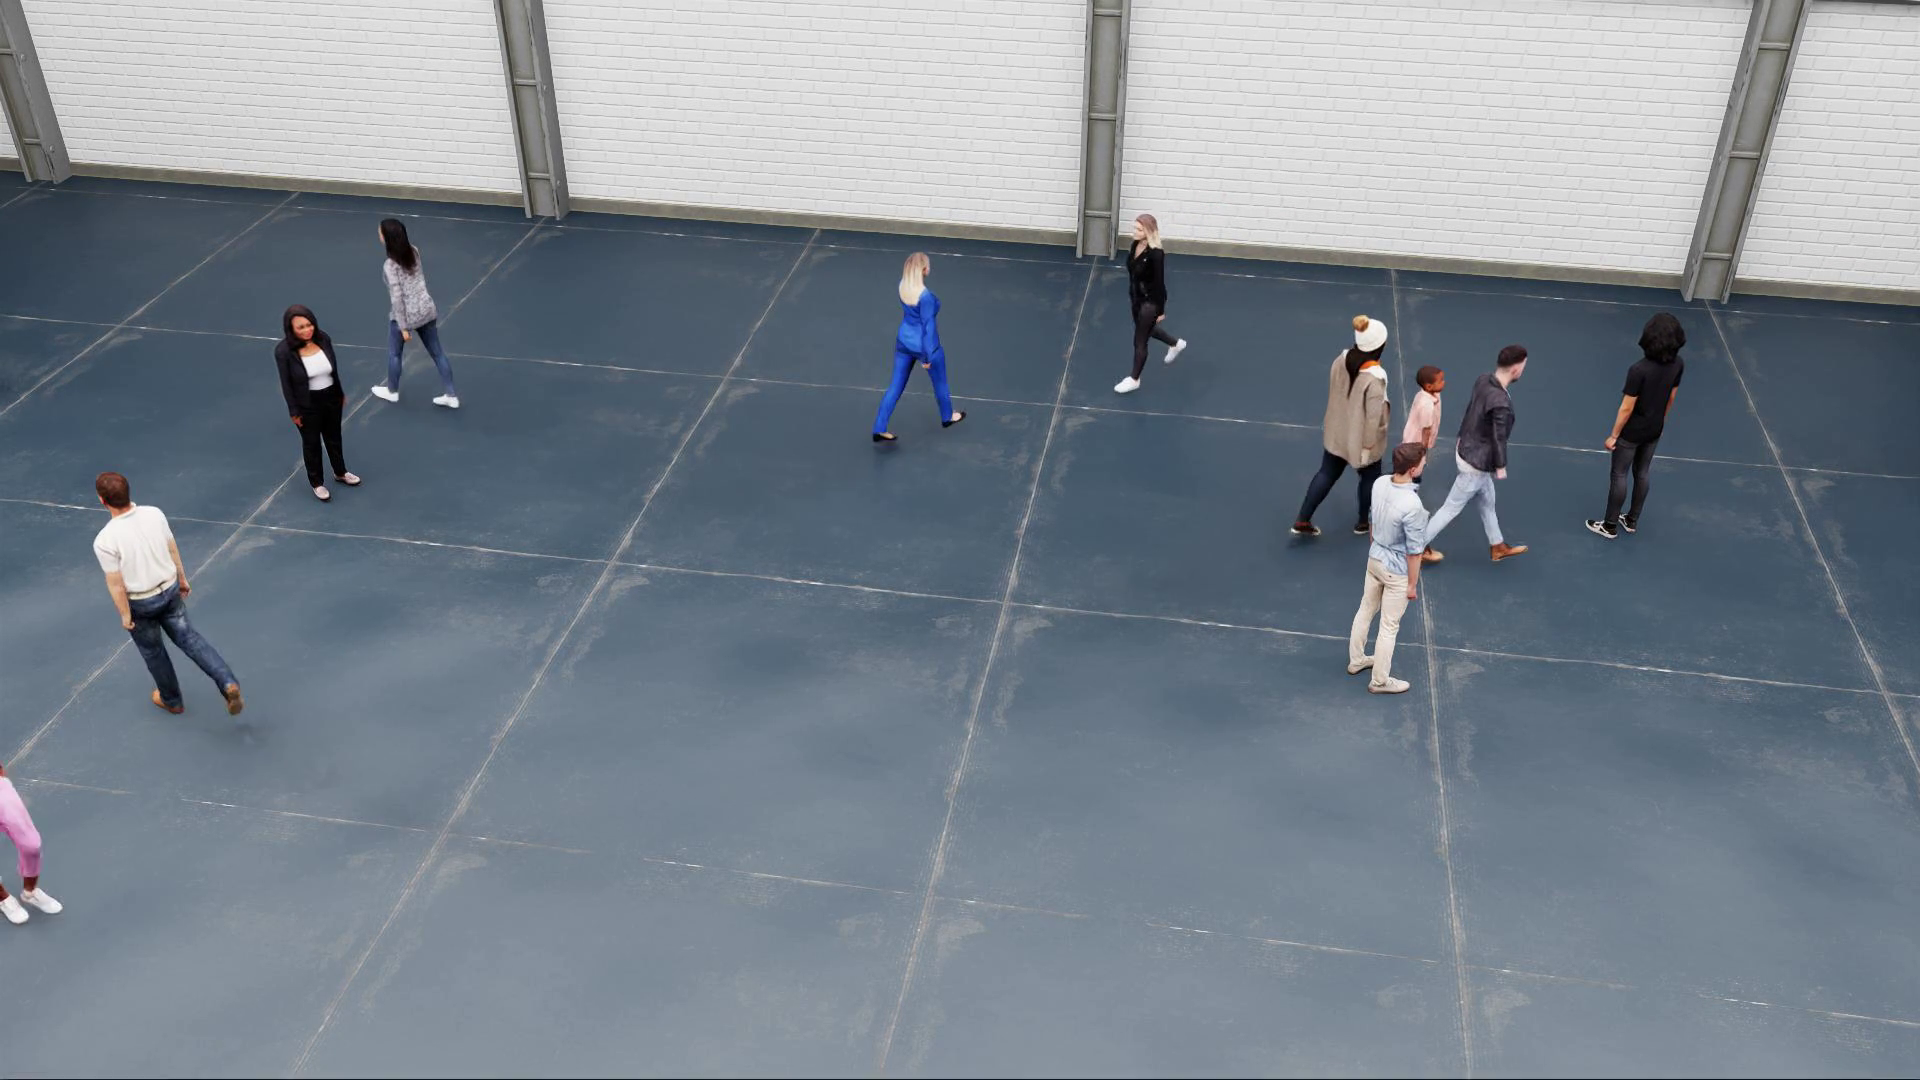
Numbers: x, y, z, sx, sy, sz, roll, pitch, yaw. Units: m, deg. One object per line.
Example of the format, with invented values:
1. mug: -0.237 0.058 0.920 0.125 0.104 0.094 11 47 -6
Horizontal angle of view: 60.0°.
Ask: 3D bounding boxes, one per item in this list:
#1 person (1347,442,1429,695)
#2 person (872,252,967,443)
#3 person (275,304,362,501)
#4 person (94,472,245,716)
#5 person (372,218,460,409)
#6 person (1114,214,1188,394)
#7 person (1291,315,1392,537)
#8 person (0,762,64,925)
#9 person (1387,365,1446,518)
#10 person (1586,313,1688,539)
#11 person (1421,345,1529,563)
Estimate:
1. person: 2.805 0.167 10.847 0.743 1.848 0.733 -13 36 -19
2. person: -0.431 -1.525 13.560 1.149 1.662 1.143 -24 41 -32
3. person: -5.023 -1.096 12.957 0.769 1.615 0.757 21 39 29
4. person: -5.031 0.405 10.502 1.159 1.834 0.898 17 37 24
5. person: -4.540 -1.874 14.050 1.078 1.702 0.817 16 37 22
6. person: 1.698 -2.067 14.378 1.098 1.660 0.985 -14 36 -20
7. person: 2.826 -0.806 12.284 1.151 1.878 1.082 -19 38 -26
8. person: -5.432 1.406 9.092 0.742 1.727 0.698 18 38 25
9. person: 3.443 -0.756 12.733 0.679 1.297 0.503 6 34 10
10. person: 5.068 -0.848 12.384 0.650 1.836 0.772 -11 35 -17
11. person: 3.628 -0.552 11.984 1.143 1.786 0.756 0 34 1
